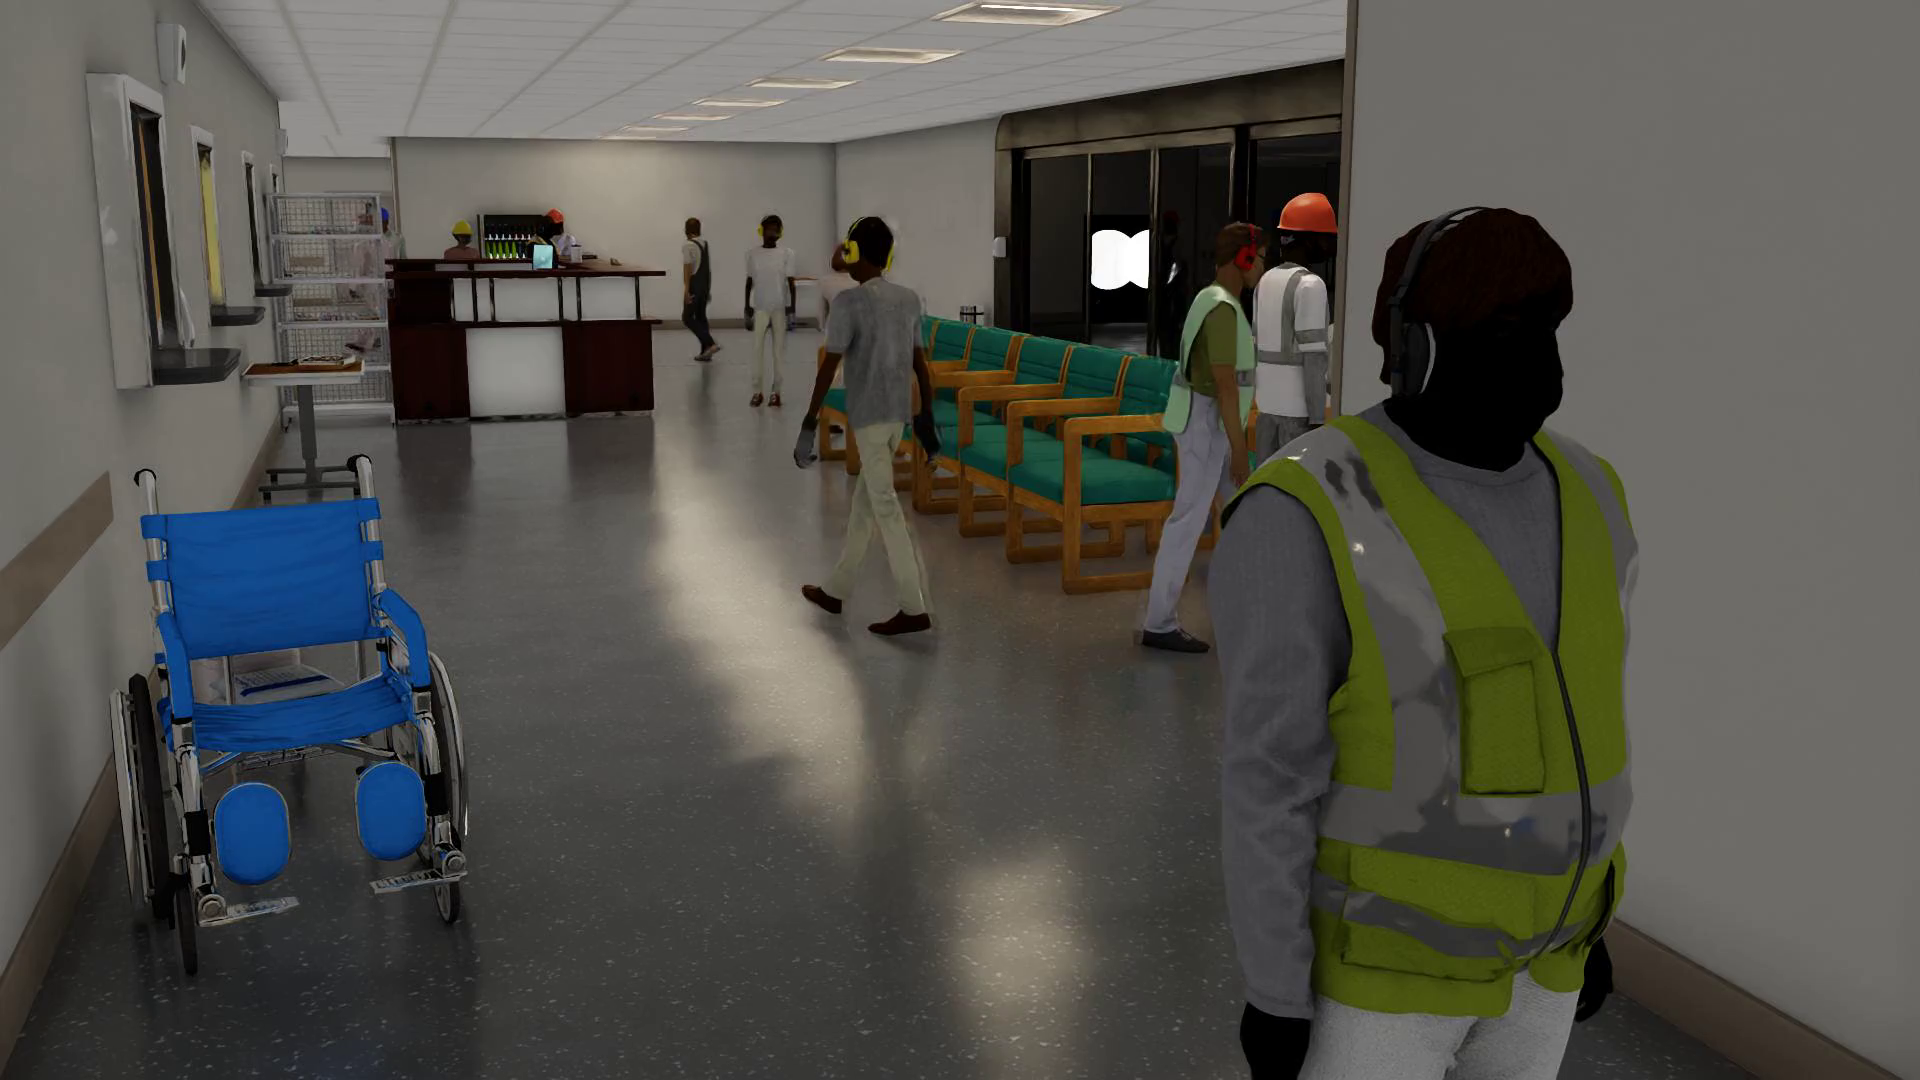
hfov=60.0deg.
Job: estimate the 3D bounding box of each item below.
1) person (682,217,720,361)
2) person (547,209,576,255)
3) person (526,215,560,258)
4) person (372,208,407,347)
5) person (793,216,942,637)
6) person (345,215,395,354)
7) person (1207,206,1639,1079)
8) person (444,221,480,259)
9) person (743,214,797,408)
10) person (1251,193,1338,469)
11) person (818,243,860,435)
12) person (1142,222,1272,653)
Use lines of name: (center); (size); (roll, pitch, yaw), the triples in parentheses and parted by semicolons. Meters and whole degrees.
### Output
person: (-3.264, -3.145, 20.962); (0.503, 1.815, 0.549); (6, 13, 28)
person: (-5.630, -3.653, 23.283); (0.545, 1.929, 0.390); (2, 11, 11)
person: (-5.087, -3.067, 20.498); (0.429, 1.841, 0.634); (1, 11, 7)
person: (-8.102, -3.699, 23.459); (0.617, 1.946, 0.396); (-4, 12, -20)
person: (-0.458, -0.500, 7.370); (0.911, 1.816, 0.684); (9, 14, 38)
person: (-7.918, -3.415, 22.254); (0.977, 1.848, 0.662); (3, 11, 14)
person: (0.611, 0.513, 2.126); (0.630, 1.843, 0.429); (-6, 13, -29)
person: (-6.182, -3.088, 20.800); (0.313, 1.768, 0.533); (8, 14, 36)
person: (-1.834, -2.175, 15.916); (0.539, 1.840, 0.591); (0, 11, 0)
person: (1.566, -0.627, 7.731); (0.375, 1.935, 0.551); (-3, 12, -17)
person: (-0.935, -1.712, 14.146); (0.517, 1.598, 0.801); (4, 12, 20)
person: (1.154, -0.411, 6.960); (0.814, 1.796, 0.649); (2, 11, 12)
